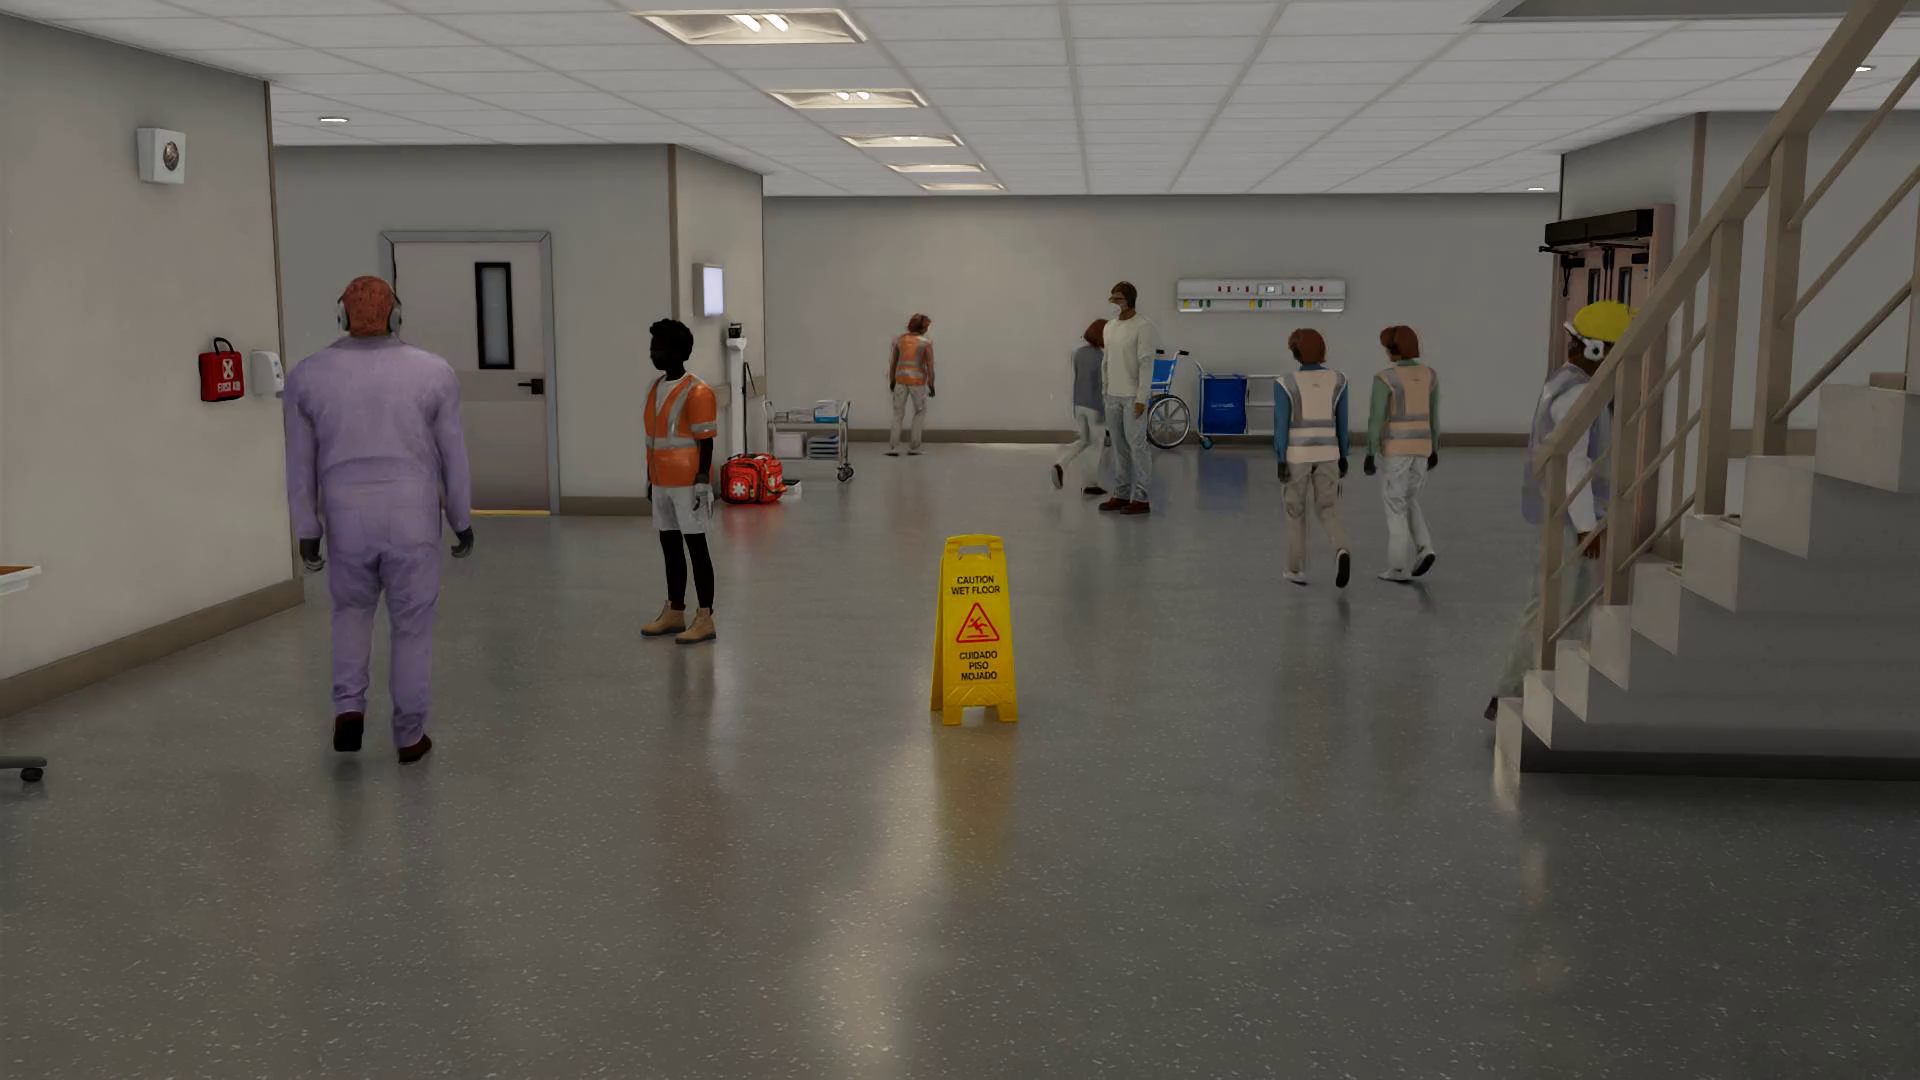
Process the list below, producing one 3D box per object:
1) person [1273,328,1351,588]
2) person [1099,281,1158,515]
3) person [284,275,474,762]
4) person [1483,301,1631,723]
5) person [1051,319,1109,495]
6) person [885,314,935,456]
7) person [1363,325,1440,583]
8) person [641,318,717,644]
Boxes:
[{"bbox_3d":[2.182,-0.493,10.236,0.524,1.612,0.651,-2,9,-11],"label":"person"},{"bbox_3d":[1.395,-1.183,13.879,0.361,1.936,0.631,-6,10,-33],"label":"person"},{"bbox_3d":[-2.240,-0.074,6.487,0.660,1.894,0.419,-1,8,-8],"label":"person"},{"bbox_3d":[2.550,-0.099,7.018,0.526,1.790,0.769,3,9,20],"label":"person"},{"bbox_3d":[1.126,-1.181,14.929,0.511,1.608,0.530,-6,10,-35],"label":"person"},{"bbox_3d":[-0.573,-1.751,18.835,0.579,1.611,0.408,4,9,26],"label":"person"},{"bbox_3d":[2.795,-0.541,10.507,0.553,1.623,0.350,-4,9,-28],"label":"person"},{"bbox_3d":[-1.478,-0.308,8.708,0.317,1.698,0.540,-8,12,-44],"label":"person"}]
